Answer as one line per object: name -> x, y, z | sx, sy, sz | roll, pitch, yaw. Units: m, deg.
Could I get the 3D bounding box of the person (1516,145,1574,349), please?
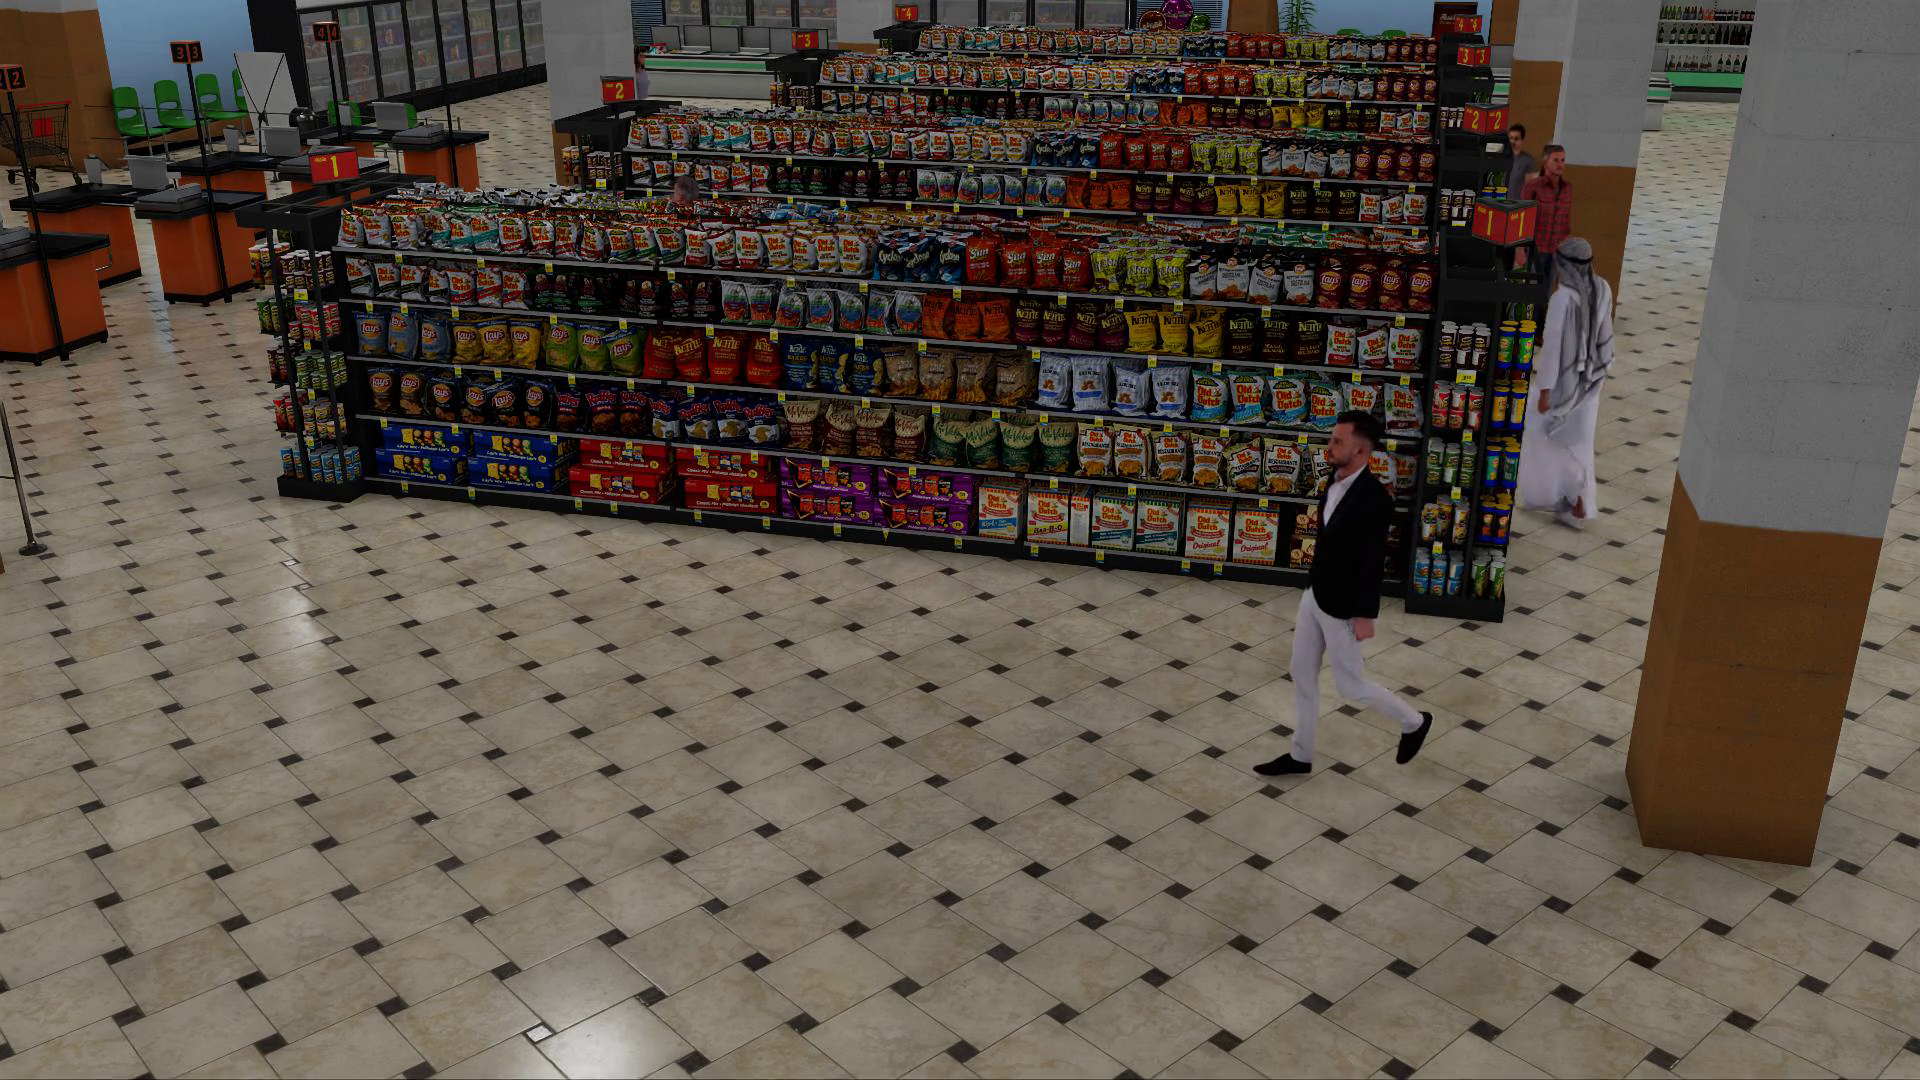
person -> 5.223, -2.623, 14.936 | 0.679, 1.835, 0.821 | -5, 22, -13

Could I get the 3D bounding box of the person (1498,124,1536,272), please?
person -> 5.535, -3.323, 16.803 | 0.696, 1.742, 0.746 | 11, 25, 26

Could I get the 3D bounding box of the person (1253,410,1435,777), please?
person -> 1.852, 0.288, 7.712 | 1.193, 1.818, 0.968 | -4, 22, -10

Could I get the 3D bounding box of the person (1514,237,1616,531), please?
person -> 3.976, -0.970, 10.726 | 1.033, 1.907, 1.094 | -10, 24, -23
